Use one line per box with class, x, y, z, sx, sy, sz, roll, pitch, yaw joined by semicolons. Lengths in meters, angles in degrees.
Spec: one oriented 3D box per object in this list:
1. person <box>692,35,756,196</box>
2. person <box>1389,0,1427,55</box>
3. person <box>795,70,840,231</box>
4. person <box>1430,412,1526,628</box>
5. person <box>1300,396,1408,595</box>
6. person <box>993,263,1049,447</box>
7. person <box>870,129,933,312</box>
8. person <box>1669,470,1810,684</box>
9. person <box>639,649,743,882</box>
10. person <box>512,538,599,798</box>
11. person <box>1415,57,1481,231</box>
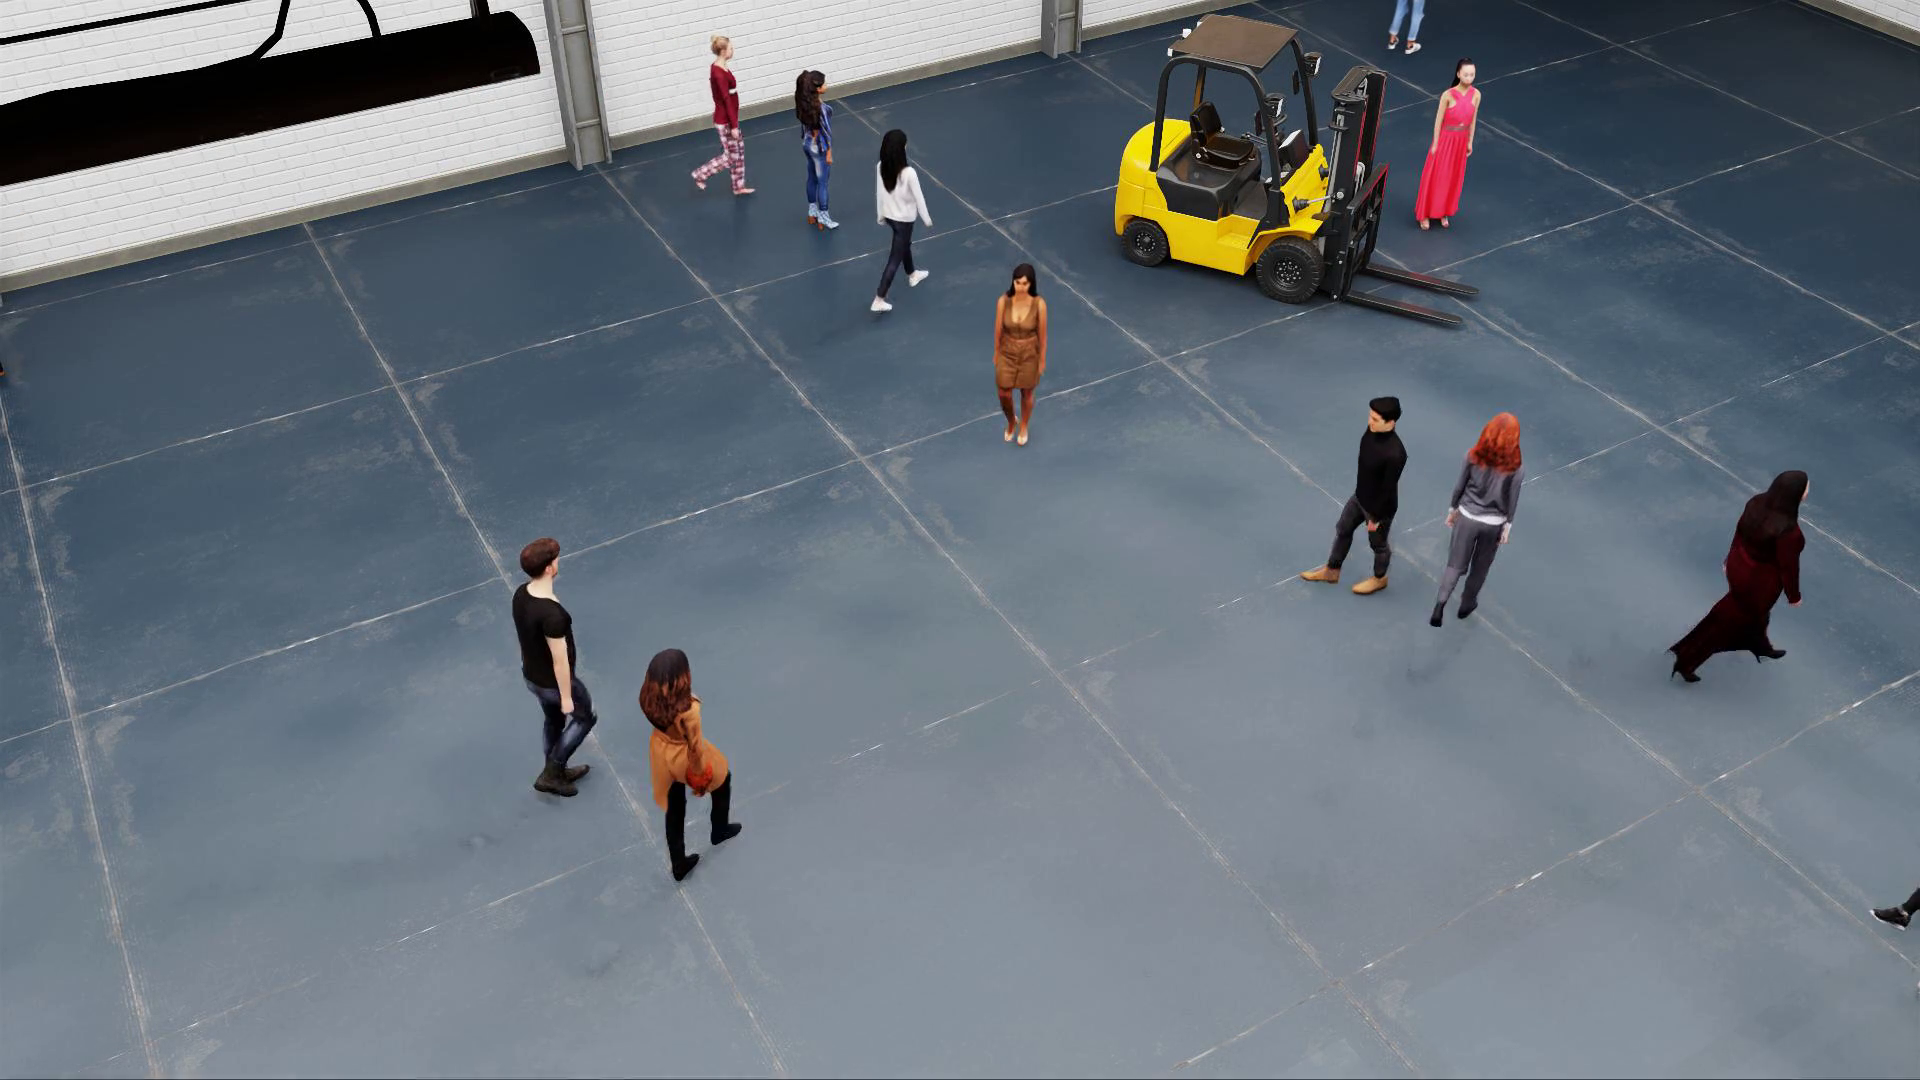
person;-2.407;-4.224;16.701;0.963;1.691;0.819;-3;39;-3
person;5.373;-6.608;19.735;0.648;1.630;0.613;31;48;33
person;-1.391;-3.823;16.259;0.544;1.616;0.599;-21;43;-25
person;3.543;-0.057;11.428;0.822;1.760;0.982;22;44;25
person;3.013;-0.312;11.792;0.958;1.705;0.827;-7;39;-9
person;0.497;-1.500;13.302;0.709;1.676;0.777;6;39;7
person;-0.600;-2.843;14.995;0.861;1.661;1.200;30;47;32
person;5.155;0.289;11.030;1.223;1.714;1.027;0;39;1
person;-1.683;1.358;9.703;0.864;1.702;0.935;20;43;23
person;-2.563;0.882;10.163;0.847;1.870;0.785;-27;46;-30
person;4.781;-3.856;16.212;0.626;1.727;0.752;-6;39;-7
